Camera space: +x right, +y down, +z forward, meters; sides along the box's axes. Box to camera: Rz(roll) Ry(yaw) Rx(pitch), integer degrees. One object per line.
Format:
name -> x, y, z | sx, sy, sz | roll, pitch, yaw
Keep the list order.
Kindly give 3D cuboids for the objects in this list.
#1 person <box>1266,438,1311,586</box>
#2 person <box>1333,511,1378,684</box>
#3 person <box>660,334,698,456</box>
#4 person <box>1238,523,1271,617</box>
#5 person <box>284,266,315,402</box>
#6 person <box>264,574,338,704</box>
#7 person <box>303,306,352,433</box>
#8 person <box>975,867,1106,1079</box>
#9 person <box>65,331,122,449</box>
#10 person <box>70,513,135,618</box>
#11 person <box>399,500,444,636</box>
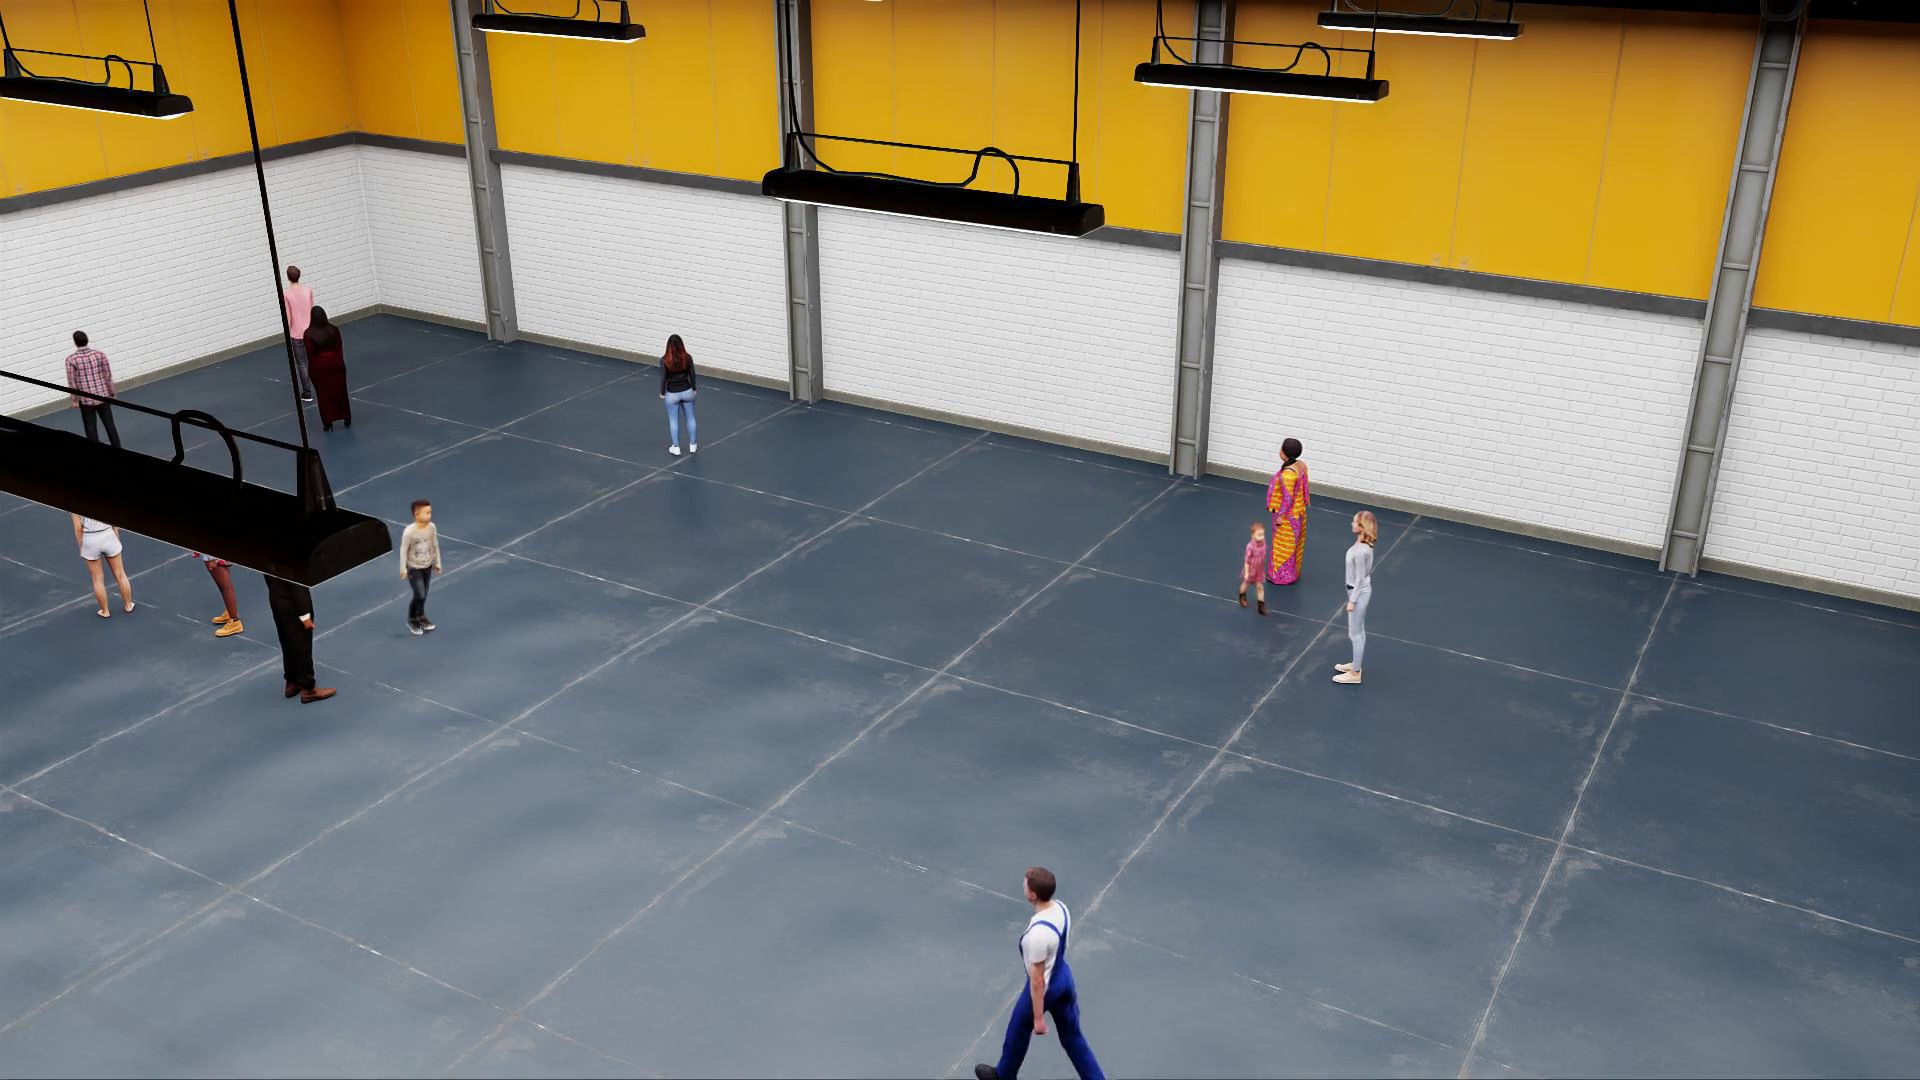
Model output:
person -> 3.586, -0.350, 18.295 | 0.660, 1.682, 0.658 | 11, 26, 23
person -> 3.857, 0.548, 16.098 | 0.554, 1.796, 0.620 | 8, 25, 18
person -> -3.707, -1.935, 21.979 | 0.723, 1.634, 0.757 | -9, 25, -20
person -> 3.113, 0.273, 17.707 | 0.676, 1.009, 0.789 | -10, 26, -22
person -> -9.469, -2.986, 23.981 | 0.611, 1.958, 0.660 | 19, 30, 37
person -> -6.351, 0.633, 15.768 | 0.607, 1.904, 0.786 | 18, 30, 36
person -> -8.669, -2.356, 22.789 | 0.744, 1.757, 0.728 | -18, 29, -35
person -> 0.643, 2.934, 10.621 | 1.246, 1.810, 0.656 | 14, 27, 29
person -> -11.315, -1.885, 21.708 | 0.774, 1.760, 0.707 | -20, 31, -39
person -> -9.056, 0.039, 17.500 | 0.642, 1.606, 0.654 | -15, 28, -31
person -> -5.626, 0.269, 17.176 | 0.543, 1.444, 0.561 | 17, 29, 34
